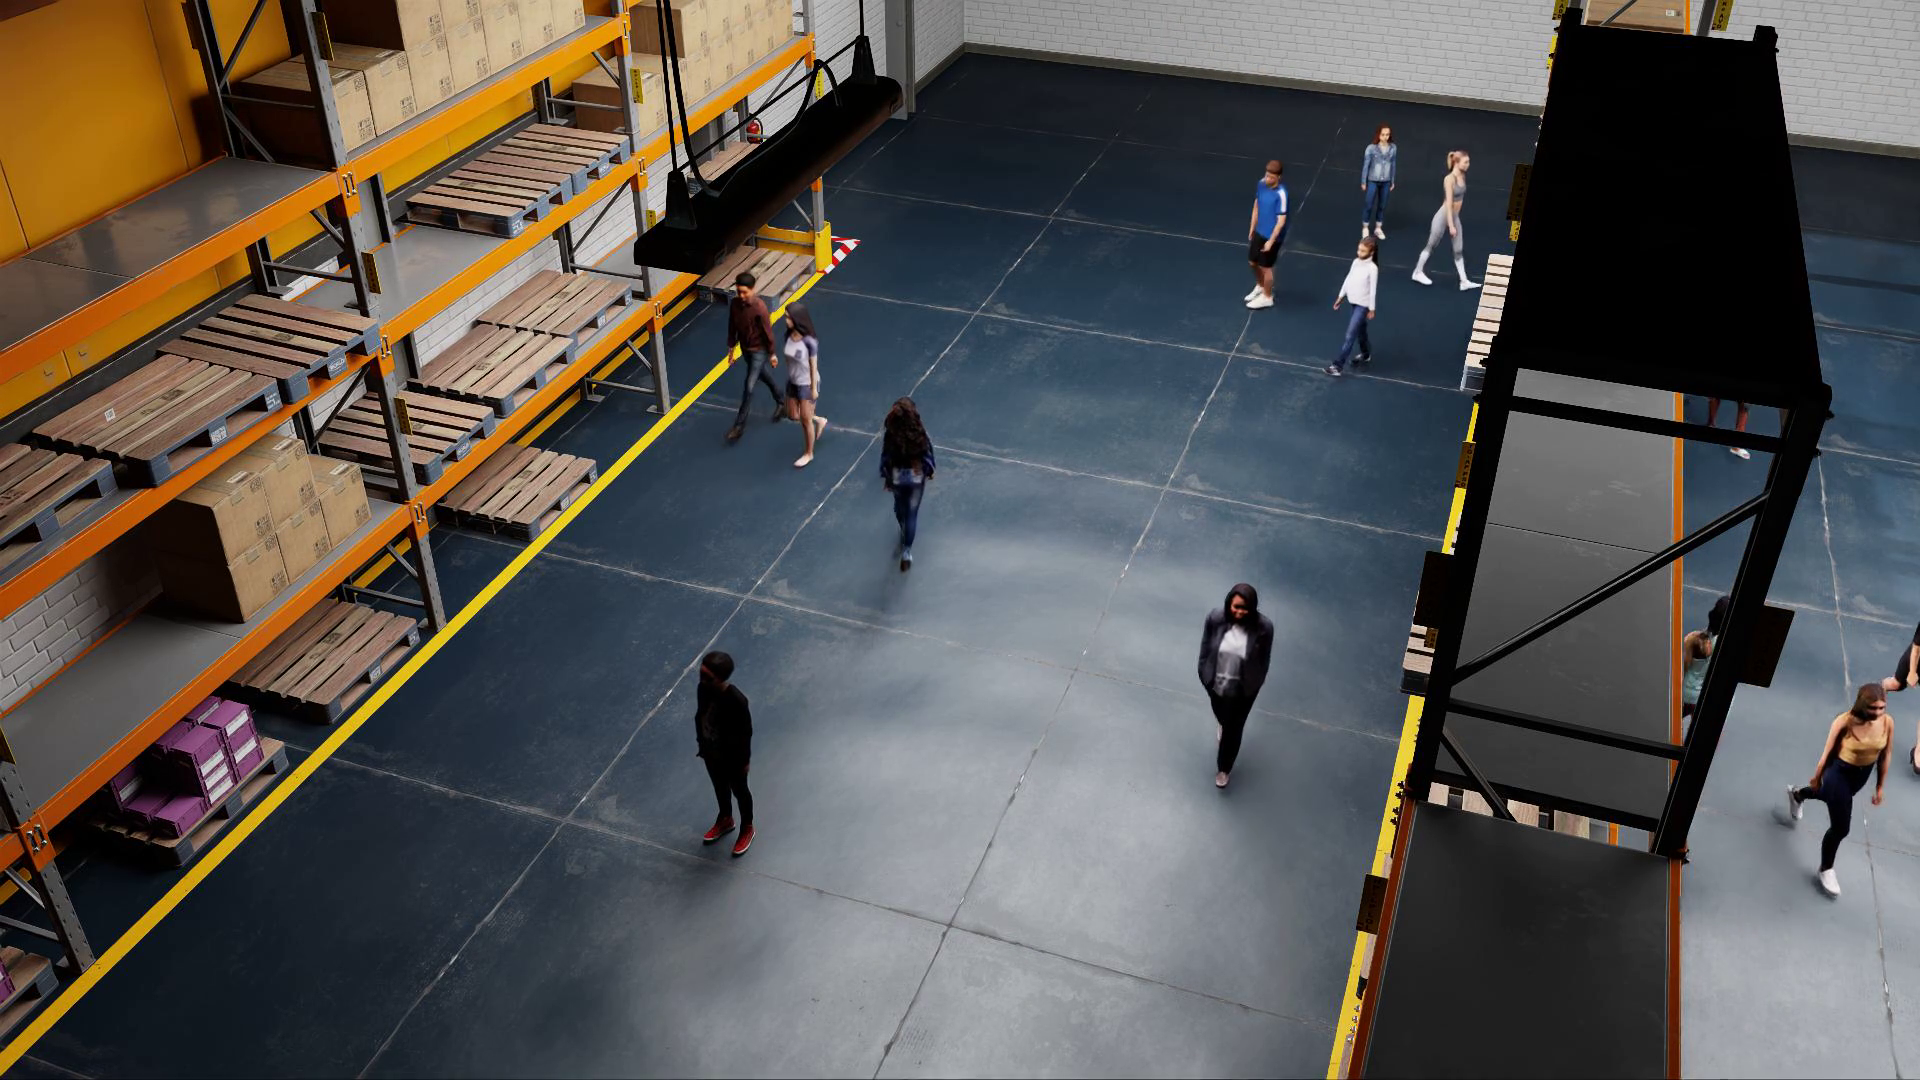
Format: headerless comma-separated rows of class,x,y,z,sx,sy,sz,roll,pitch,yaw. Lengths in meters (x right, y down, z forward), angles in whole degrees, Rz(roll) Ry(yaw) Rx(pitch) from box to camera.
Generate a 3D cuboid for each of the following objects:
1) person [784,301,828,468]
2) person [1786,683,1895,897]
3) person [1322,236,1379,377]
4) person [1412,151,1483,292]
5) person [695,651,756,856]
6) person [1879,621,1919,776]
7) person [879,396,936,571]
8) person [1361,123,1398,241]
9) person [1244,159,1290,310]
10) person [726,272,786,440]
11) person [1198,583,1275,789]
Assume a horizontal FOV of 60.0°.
person,-1.455,-1.544,16.075,0.744,1.692,0.870,25,41,32
person,6.054,1.586,11.455,0.913,1.593,1.192,-4,34,-6
person,4.326,-2.519,17.697,1.016,1.520,0.950,-14,36,-20
person,5.583,-3.718,19.372,1.082,1.663,0.945,-28,42,-35
person,-1.634,1.452,11.583,0.638,1.675,0.585,18,38,25
person,7.204,0.883,12.474,0.788,1.636,1.134,1,34,1
person,-0.472,-0.473,14.556,0.717,1.590,0.959,7,34,10
person,5.199,-4.470,20.673,0.651,1.476,0.654,-4,34,-6
person,3.558,-3.457,18.834,0.906,1.823,0.856,-15,36,-21
person,-1.988,-1.899,16.581,0.916,1.723,1.216,24,40,31
person,2.035,0.985,12.388,0.670,1.561,1.028,10,35,15
